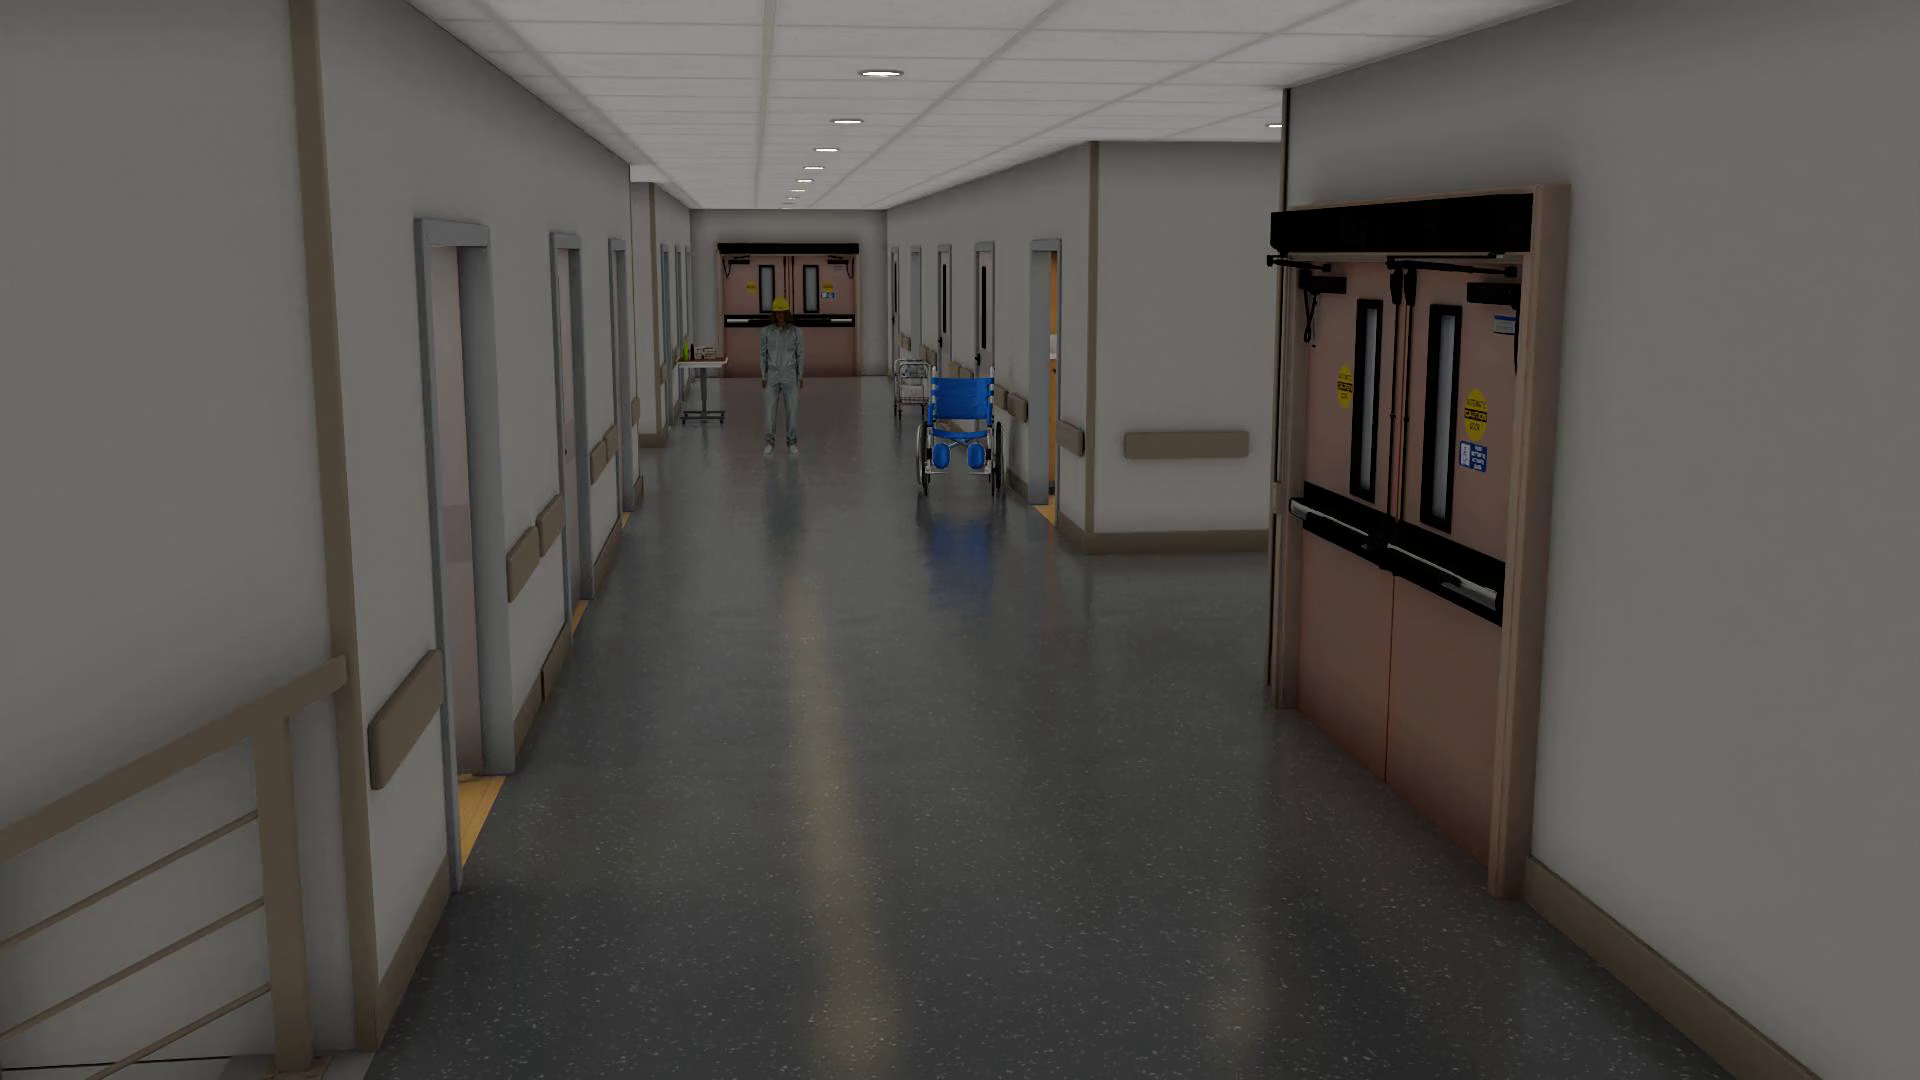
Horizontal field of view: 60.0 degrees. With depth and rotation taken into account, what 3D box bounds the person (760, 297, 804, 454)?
[{"bbox_3d":[-1.978,-1.817,18.477,0.484,1.745,0.307,-1,10,-5],"label":"person"}]
